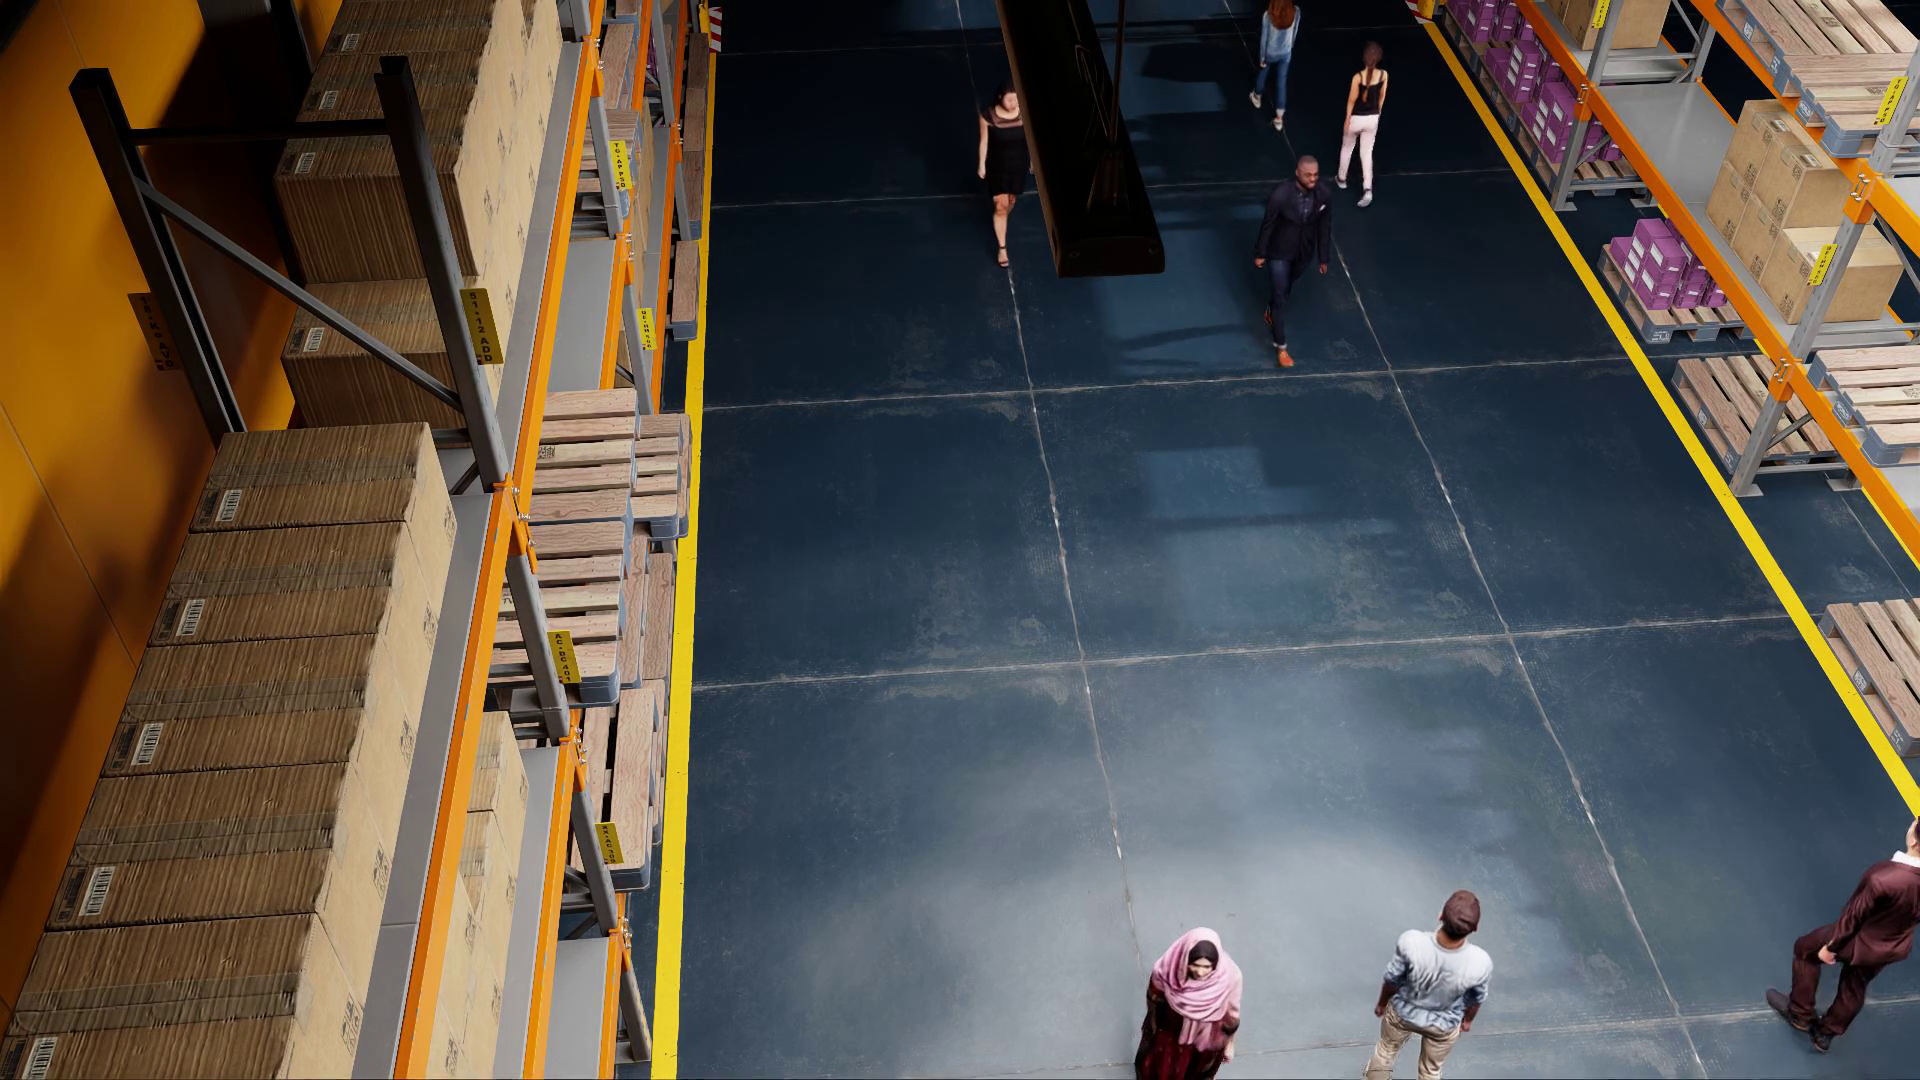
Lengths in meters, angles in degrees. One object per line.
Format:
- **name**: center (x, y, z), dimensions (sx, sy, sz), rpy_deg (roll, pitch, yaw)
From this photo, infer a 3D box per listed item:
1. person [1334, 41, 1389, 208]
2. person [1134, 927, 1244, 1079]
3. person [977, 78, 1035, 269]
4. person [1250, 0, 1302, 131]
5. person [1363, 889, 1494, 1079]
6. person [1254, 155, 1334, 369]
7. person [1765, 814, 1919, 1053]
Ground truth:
- **person**: center (3.695, -3.780, 15.159), dimensions (0.509, 1.545, 0.963), rpy_deg (-4, 44, -4)
- **person**: center (1.190, 2.421, 8.581), dimensions (0.724, 1.641, 0.779), rpy_deg (3, 44, 3)
- **person**: center (0.391, -3.280, 14.527), dimensions (0.761, 1.692, 0.938), rpy_deg (-11, 45, -11)
- **person**: center (3.109, -4.702, 16.197), dimensions (0.593, 1.448, 1.004), rpy_deg (-7, 44, -7)
- **person**: center (2.359, 2.402, 8.451), dimensions (0.745, 1.847, 0.731), rpy_deg (15, 46, 15)
- **person**: center (2.649, -2.368, 13.510), dimensions (0.857, 1.775, 1.170), rpy_deg (-10, 45, -11)
- **person**: center (4.804, 2.142, 8.721), dimensions (0.708, 1.852, 0.617), rpy_deg (-4, 44, -4)
